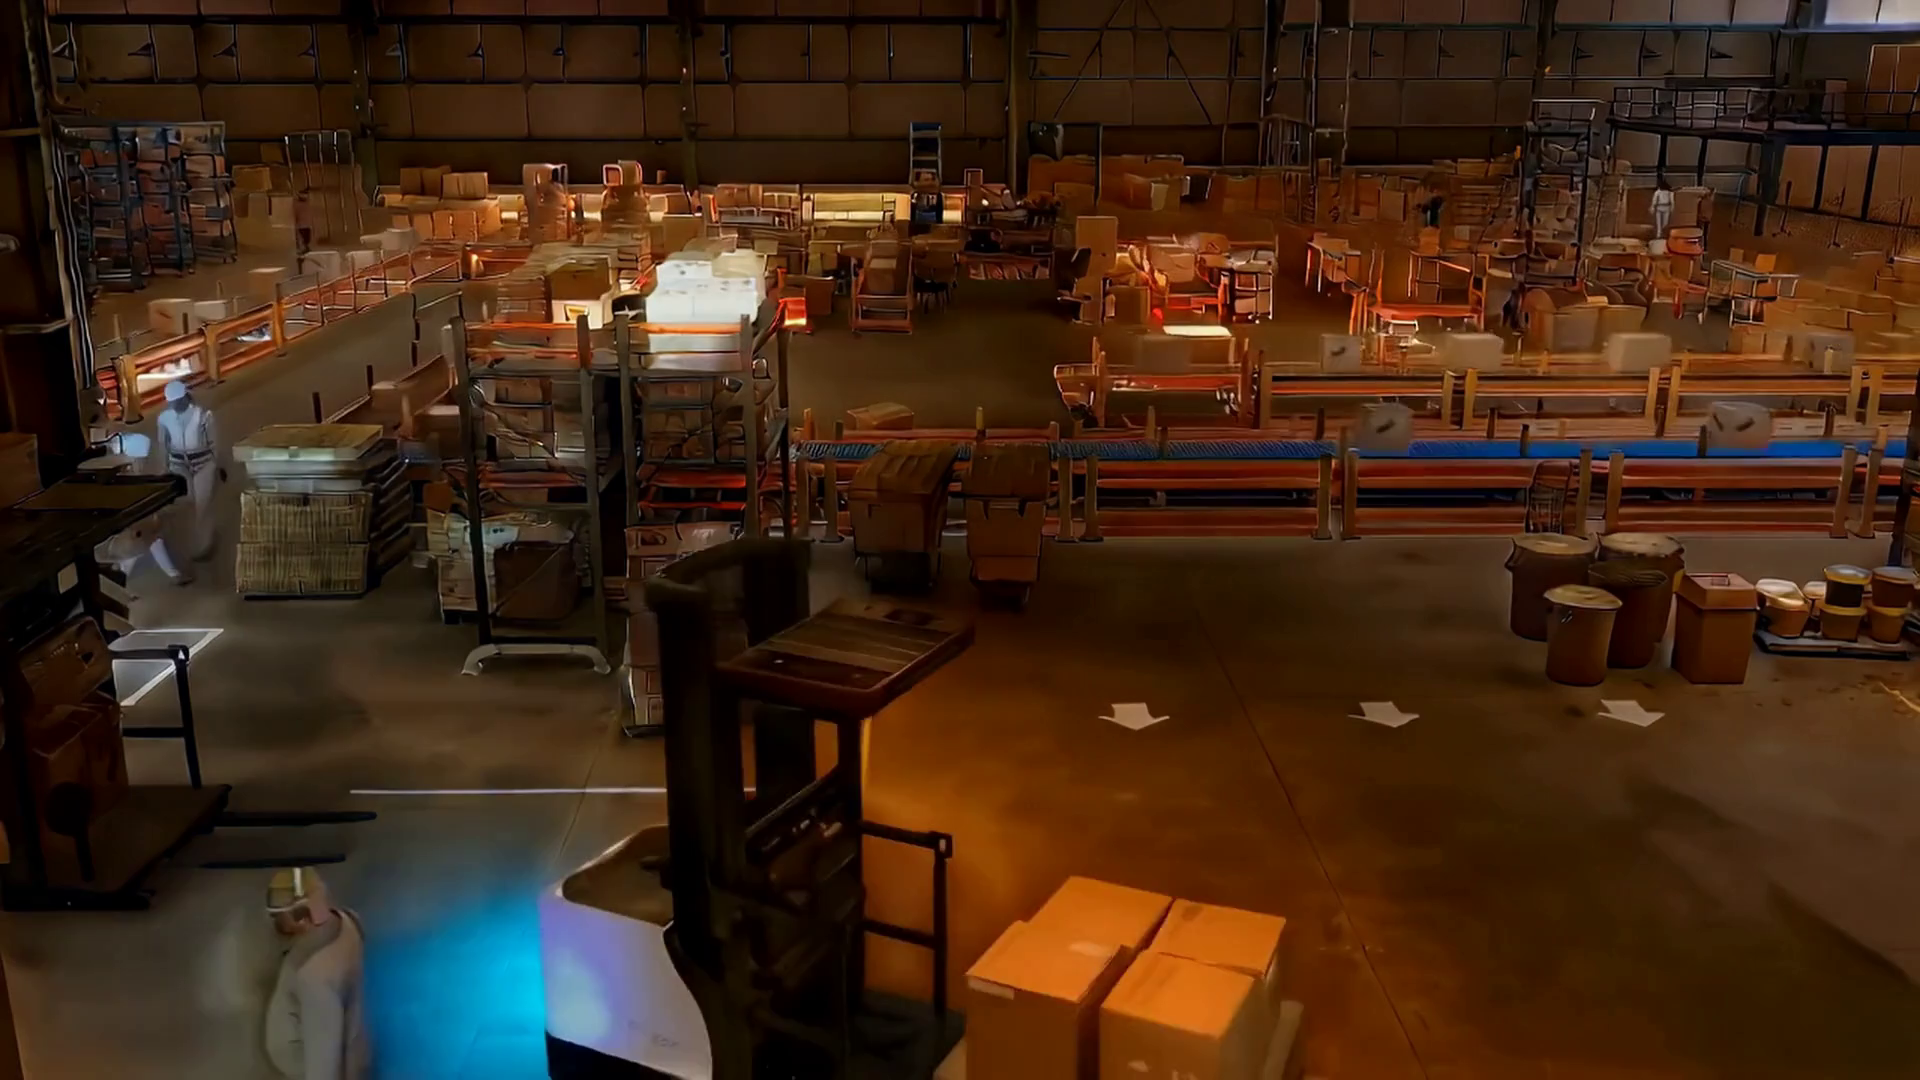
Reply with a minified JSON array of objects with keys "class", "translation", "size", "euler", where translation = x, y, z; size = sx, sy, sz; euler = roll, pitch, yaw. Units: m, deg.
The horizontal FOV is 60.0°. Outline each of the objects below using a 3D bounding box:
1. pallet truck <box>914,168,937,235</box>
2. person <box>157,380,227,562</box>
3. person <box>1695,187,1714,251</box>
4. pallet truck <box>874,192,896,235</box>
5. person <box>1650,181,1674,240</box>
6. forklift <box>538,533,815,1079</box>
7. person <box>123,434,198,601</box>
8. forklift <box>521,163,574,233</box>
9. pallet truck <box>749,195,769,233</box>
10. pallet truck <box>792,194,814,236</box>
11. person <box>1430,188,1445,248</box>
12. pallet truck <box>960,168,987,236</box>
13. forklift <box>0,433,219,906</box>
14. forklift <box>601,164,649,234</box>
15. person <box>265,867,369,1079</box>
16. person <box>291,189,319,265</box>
[{"class":"pallet truck","translation":[-0.989,-10.316,50.507],"size":[0.823,1.965,1.885],"euler":[1,16,3]},{"class":"person","translation":[-8.043,-0.731,17.388],"size":[0.617,1.883,0.997],"euler":[-3,16,-9]},{"class":"person","translation":[20.490,-8.831,45.776],"size":[0.348,1.756,0.518],"euler":[-8,18,-26]},{"class":"pallet truck","translation":[-2.277,-9.986,50.594],"size":[0.653,1.274,1.630],"euler":[0,16,-1]},{"class":"person","translation":[19.886,-9.242,47.080],"size":[0.596,1.835,0.973],"euler":[1,16,2]},{"class":"forklift","translation":[-1.074,1.417,8.150],"size":[1.873,2.768,1.129],"euler":[8,18,25]},{"class":"person","translation":[-7.874,-0.225,16.058],"size":[0.759,1.640,0.540],"euler":[-8,18,-26]},{"class":"forklift","translation":[-12.233,-10.122,49.298],"size":[1.157,1.987,2.680],"euler":[0,16,-1]},{"class":"pallet truck","translation":[-6.051,-9.967,50.660],"size":[0.680,1.201,1.601],"euler":[0,16,-1]},{"class":"pallet truck","translation":[-4.814,-9.883,50.259],"size":[0.704,1.261,1.522],"euler":[-1,16,-3]},{"class":"person","translation":[12.789,-8.550,44.669],"size":[0.381,1.831,0.674],"euler":[6,17,20]},{"class":"pallet truck","translation":[0.383,-10.230,50.206],"size":[0.823,1.965,1.885],"euler":[-1,16,-3]},{"class":"forklift","translation":[-5.952,0.780,10.366],"size":[1.873,2.768,1.129],"euler":[0,16,-1]},{"class":"forklift","translation":[-9.948,-10.127,49.296],"size":[1.157,1.987,2.680],"euler":[-1,16,-3]},{"class":"person","translation":[-2.609,2.244,7.068],"size":[0.797,1.884,0.652],"euler":[-4,17,-14]},{"class":"person","translation":[-16.671,-7.995,42.539],"size":[0.964,1.927,0.653],"euler":[9,18,27]}]
